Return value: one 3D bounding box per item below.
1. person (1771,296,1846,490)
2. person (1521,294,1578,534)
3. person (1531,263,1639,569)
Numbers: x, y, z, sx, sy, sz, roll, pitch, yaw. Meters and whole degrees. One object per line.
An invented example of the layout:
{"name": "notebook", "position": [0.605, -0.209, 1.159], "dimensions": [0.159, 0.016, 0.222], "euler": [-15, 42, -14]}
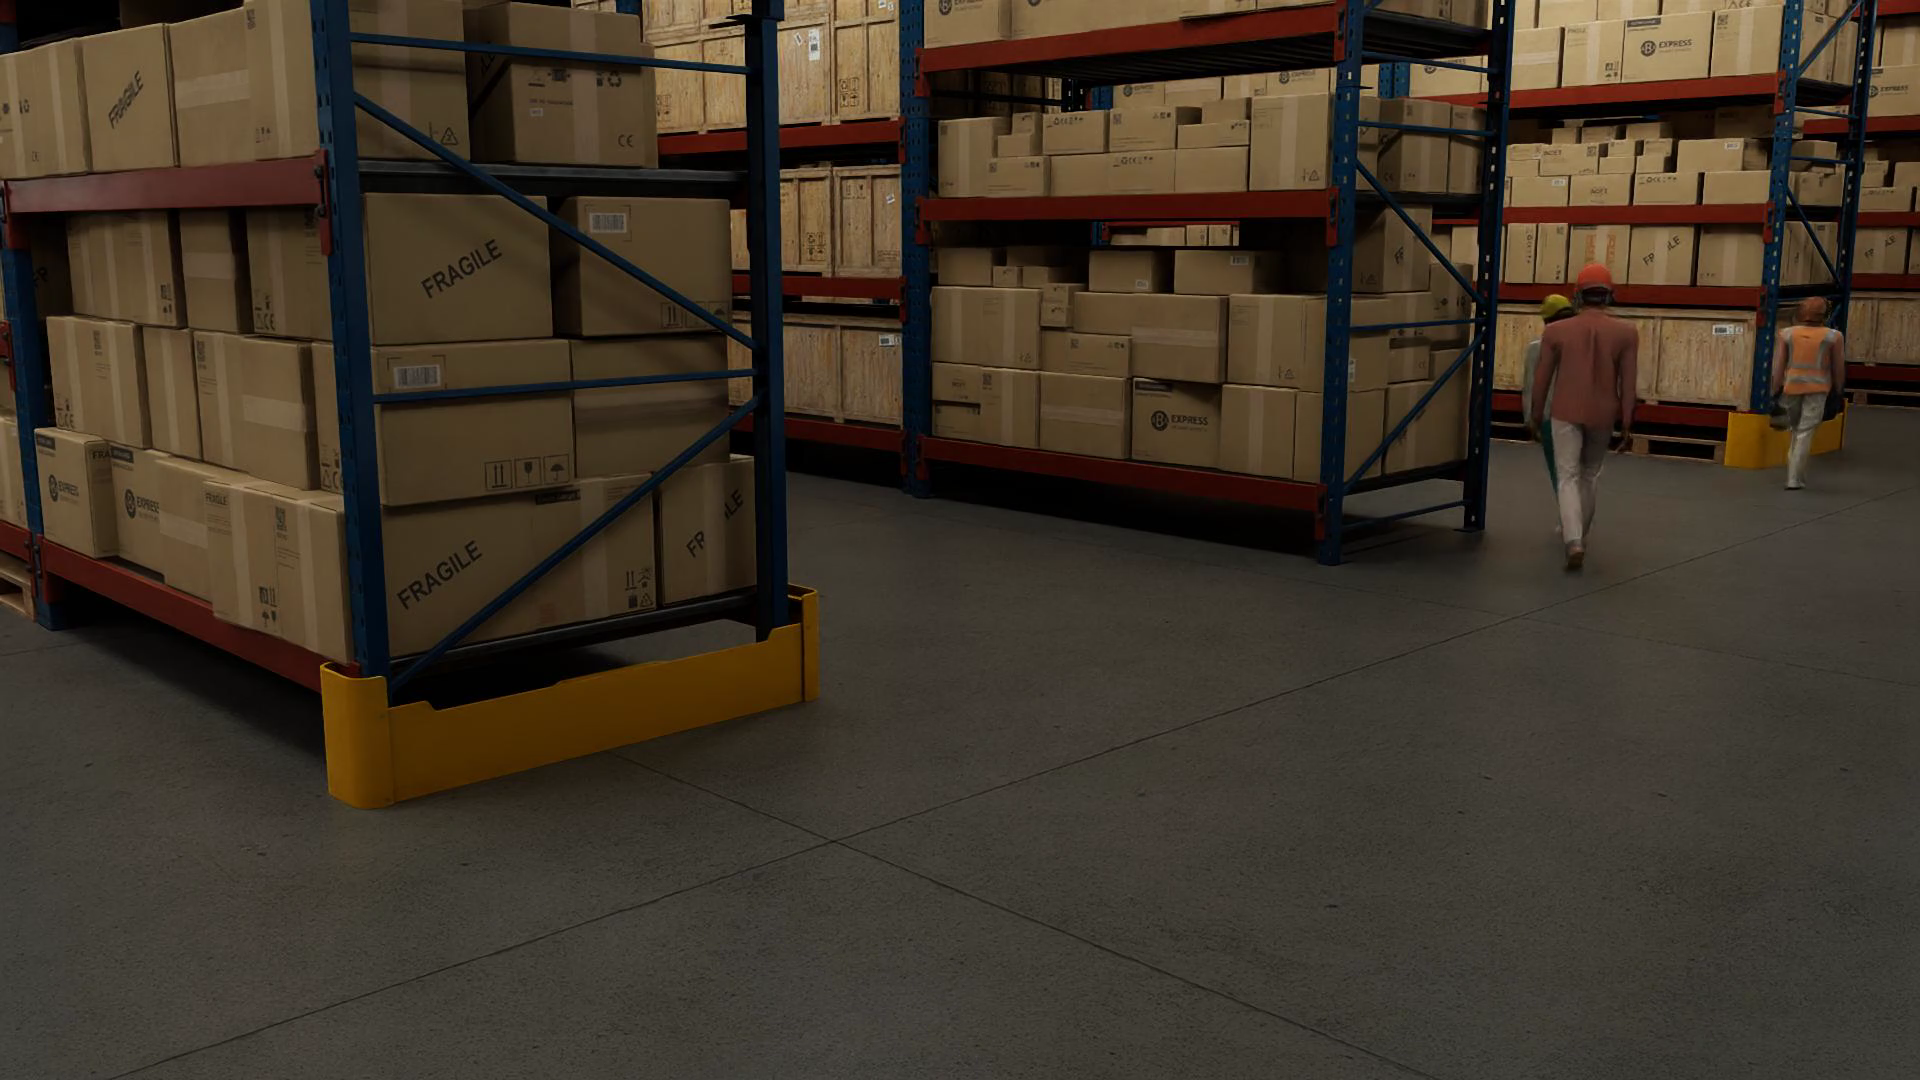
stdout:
{"name": "person", "position": [7.207, -1.245, 14.064], "dimensions": [0.713, 1.610, 0.542], "euler": [-9, 14, -41]}
{"name": "person", "position": [4.243, -0.848, 11.648], "dimensions": [0.585, 1.723, 0.698], "euler": [2, 11, 8]}
{"name": "person", "position": [4.043, -0.807, 10.783], "dimensions": [0.622, 1.953, 0.976], "euler": [2, 11, 11]}
